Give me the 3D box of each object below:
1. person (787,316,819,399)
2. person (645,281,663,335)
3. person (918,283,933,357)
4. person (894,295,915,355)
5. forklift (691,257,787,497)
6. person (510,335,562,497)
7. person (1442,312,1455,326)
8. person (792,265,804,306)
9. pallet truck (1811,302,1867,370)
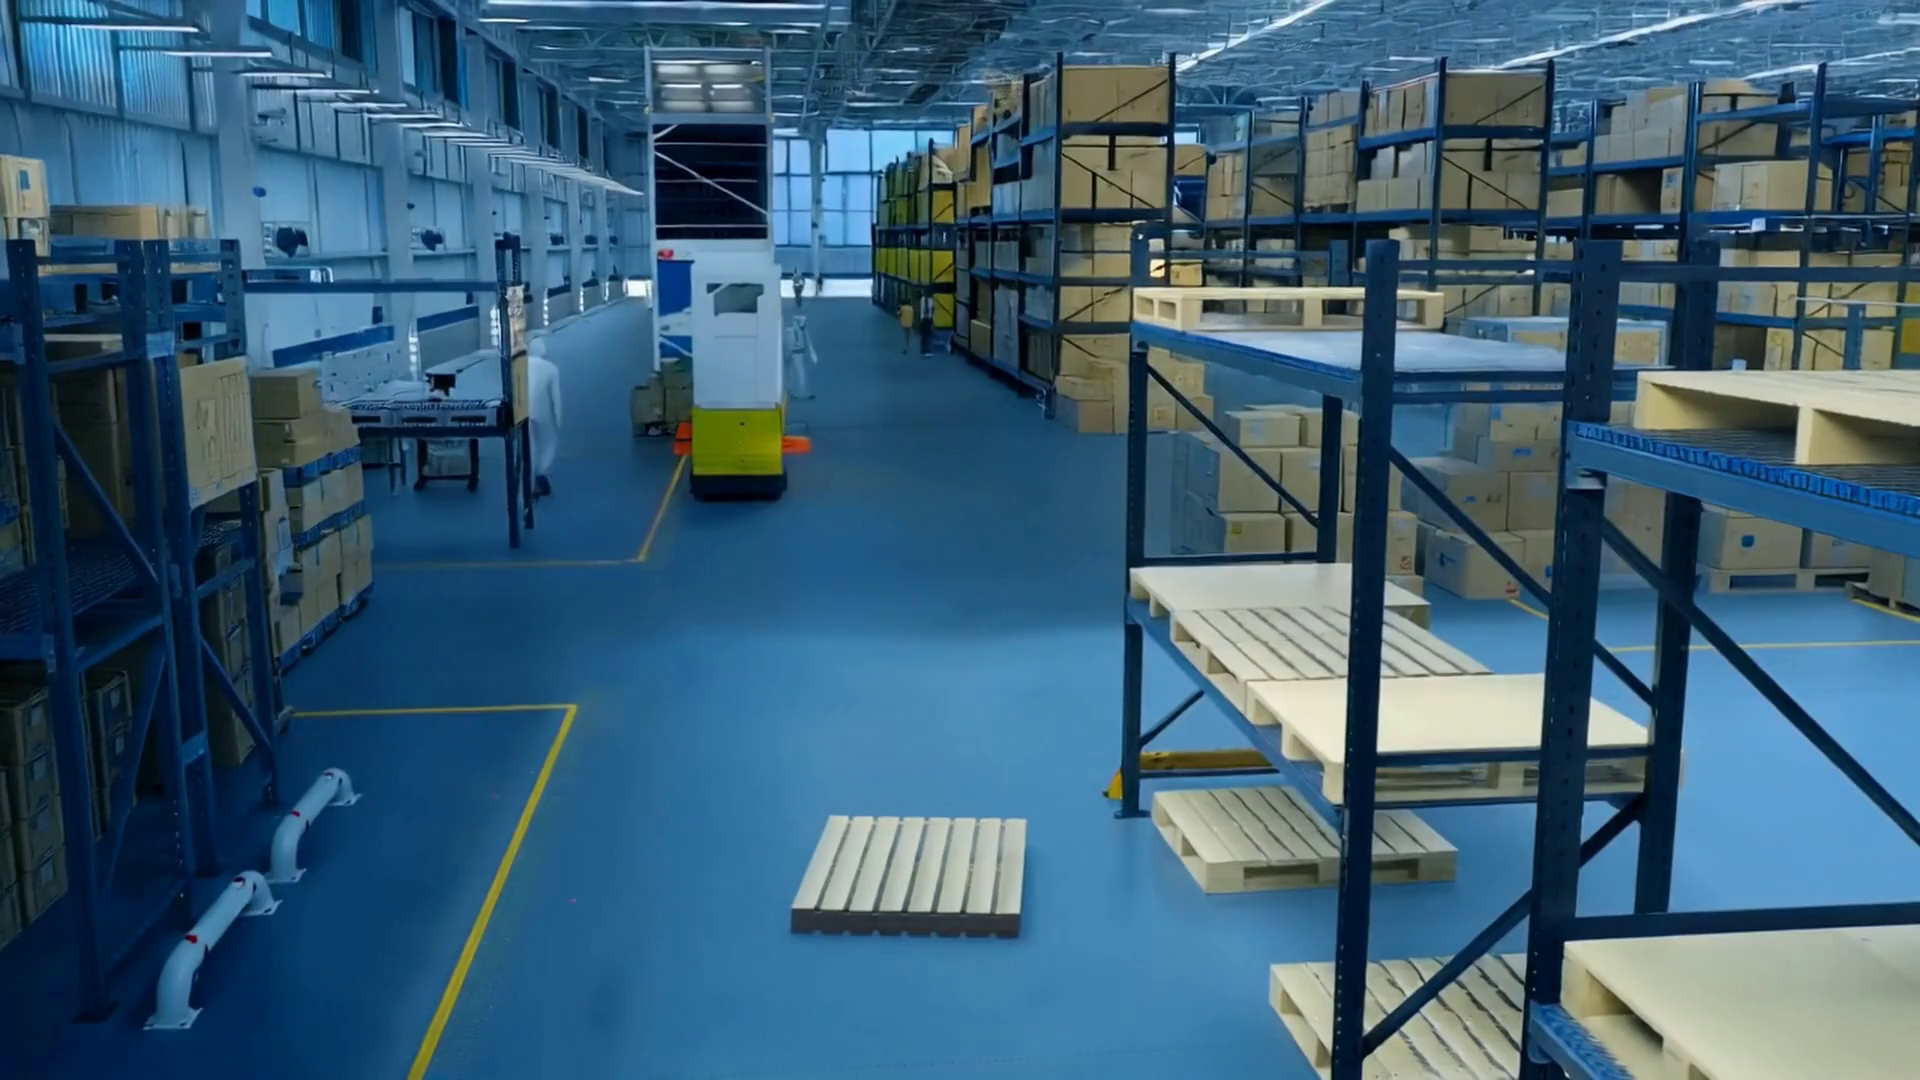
[{"bbox_3d":[-3.018,-3.469,31.704,0.880,1.583,0.535,9,14,42],"label":"person"},{"bbox_3d":[-9.629,-7.354,52.615,0.645,1.816,0.707,-4,11,-19],"label":"person"},{"bbox_3d":[-0.899,-5.750,43.461,0.372,1.916,0.597,2,10,10],"label":"person"},{"bbox_3d":[-1.462,-5.684,43.969,0.519,1.605,0.558,9,14,41],"label":"person"},{"bbox_3d":[-2.682,-2.006,20.050,1.129,2.768,1.873,-1,10,-6],"label":"forklift"},{"bbox_3d":[-5.003,-1.459,19.677,0.649,1.920,0.444,1,10,3],"label":"person"},{"bbox_3d":[7.798,-2.714,26.704,0.676,1.891,0.431,-5,11,-25],"label":"person"},{"bbox_3d":[-7.522,-11.798,77.132,0.569,1.867,1.032,-2,11,-13],"label":"person"},{"bbox_3d":[15.846,-3.142,28.793,1.885,1.965,0.823,2,10,12],"label":"pallet truck"}]
